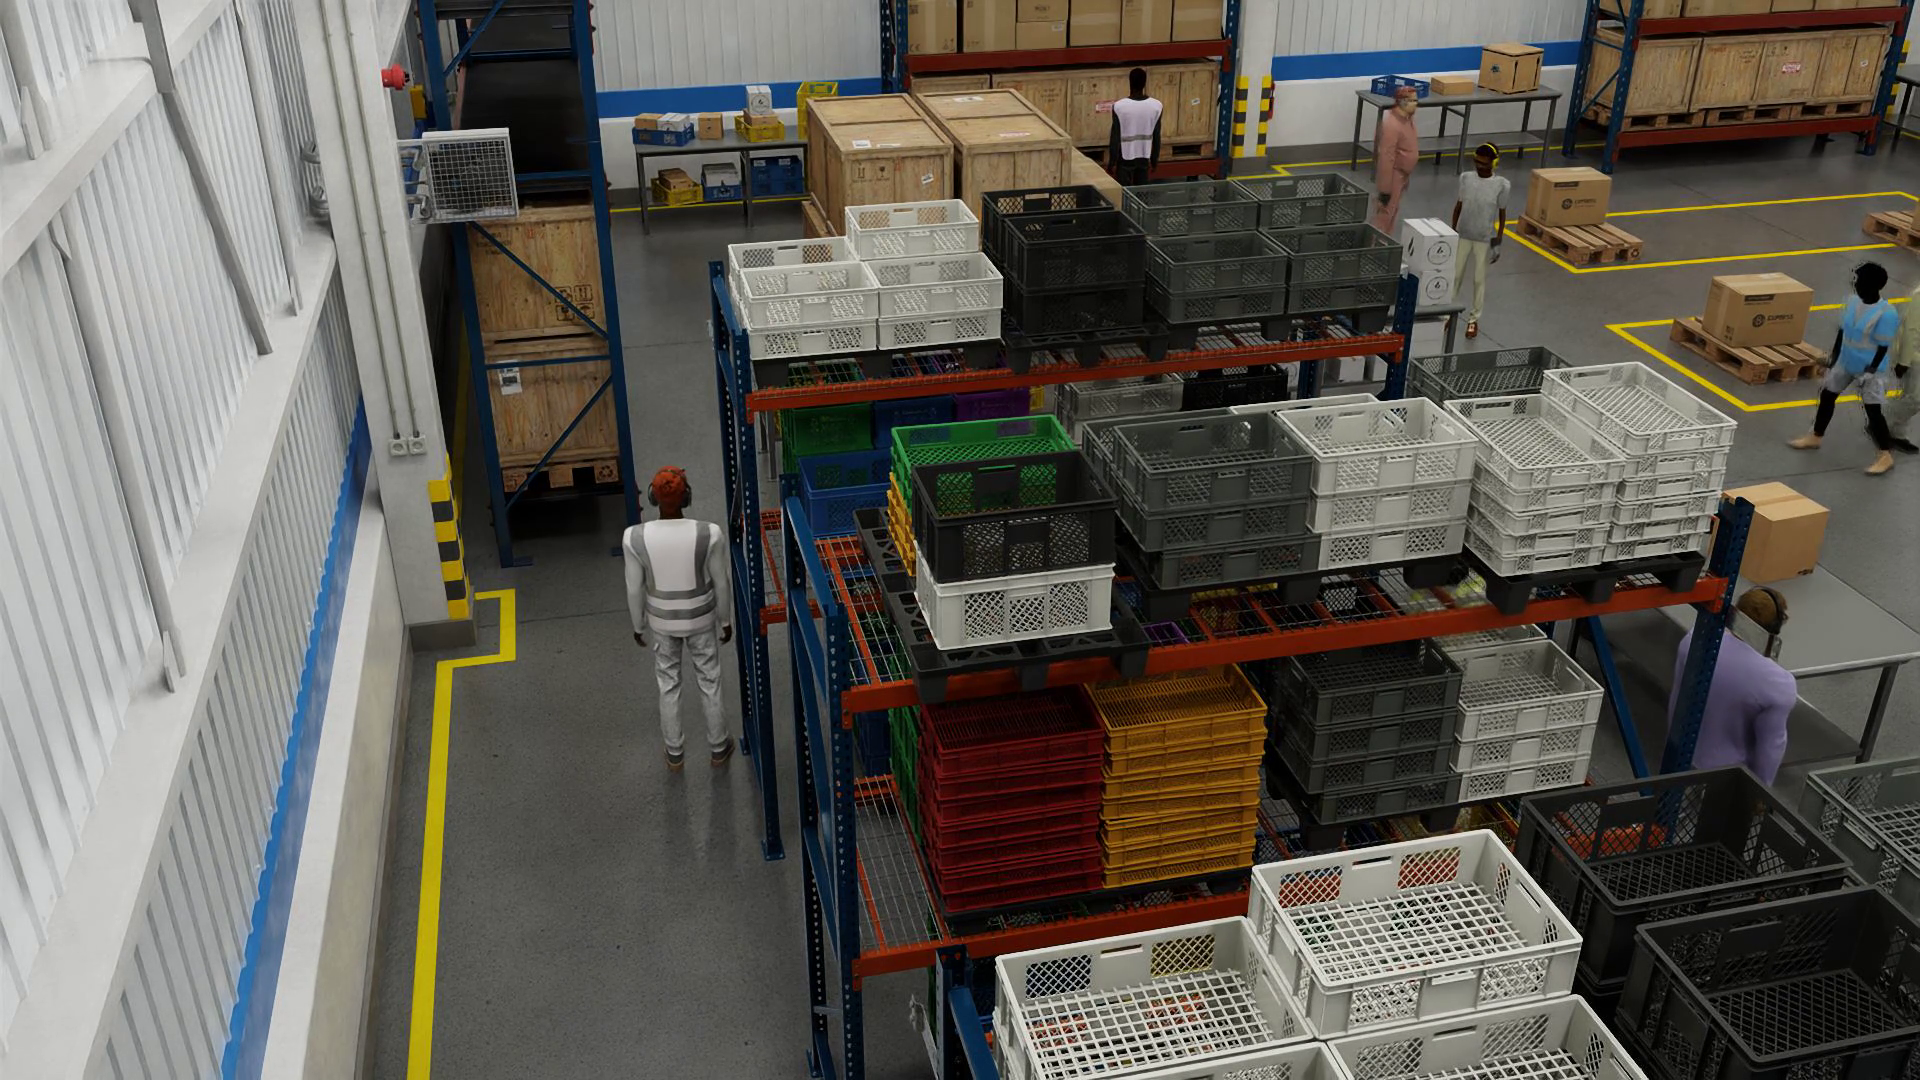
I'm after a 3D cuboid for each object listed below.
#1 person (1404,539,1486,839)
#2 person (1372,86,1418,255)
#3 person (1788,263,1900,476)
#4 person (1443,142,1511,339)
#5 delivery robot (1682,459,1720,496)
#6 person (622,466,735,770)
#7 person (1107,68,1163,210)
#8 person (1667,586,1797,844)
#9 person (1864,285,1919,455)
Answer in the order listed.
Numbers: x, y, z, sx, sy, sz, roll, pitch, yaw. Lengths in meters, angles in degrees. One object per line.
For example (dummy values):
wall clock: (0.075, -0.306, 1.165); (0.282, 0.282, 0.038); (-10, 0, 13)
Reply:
person: (2.559, 0.754, 8.952); (0.478, 1.806, 0.643); (-5, 28, -9)
person: (4.585, -3.804, 17.528); (0.404, 1.891, 0.731); (14, 31, 24)
person: (7.142, -1.377, 13.159); (0.466, 1.656, 0.721); (-7, 29, -13)
person: (4.856, -2.826, 15.684); (0.520, 1.865, 0.333); (17, 32, 29)
delivery robot: (5.344, -0.484, 12.537); (0.707, 0.478, 0.477); (9, 29, 18)
person: (-1.574, 0.457, 9.433); (0.573, 1.883, 0.357); (-1, 28, -3)
person: (1.915, -4.194, 18.236); (0.597, 1.908, 0.401); (-9, 29, -17)
person: (3.730, 1.088, 8.188); (0.362, 1.932, 0.630); (-13, 31, -24)
person: (7.692, -1.496, 13.219); (0.655, 1.802, 0.458); (-22, 35, -35)
